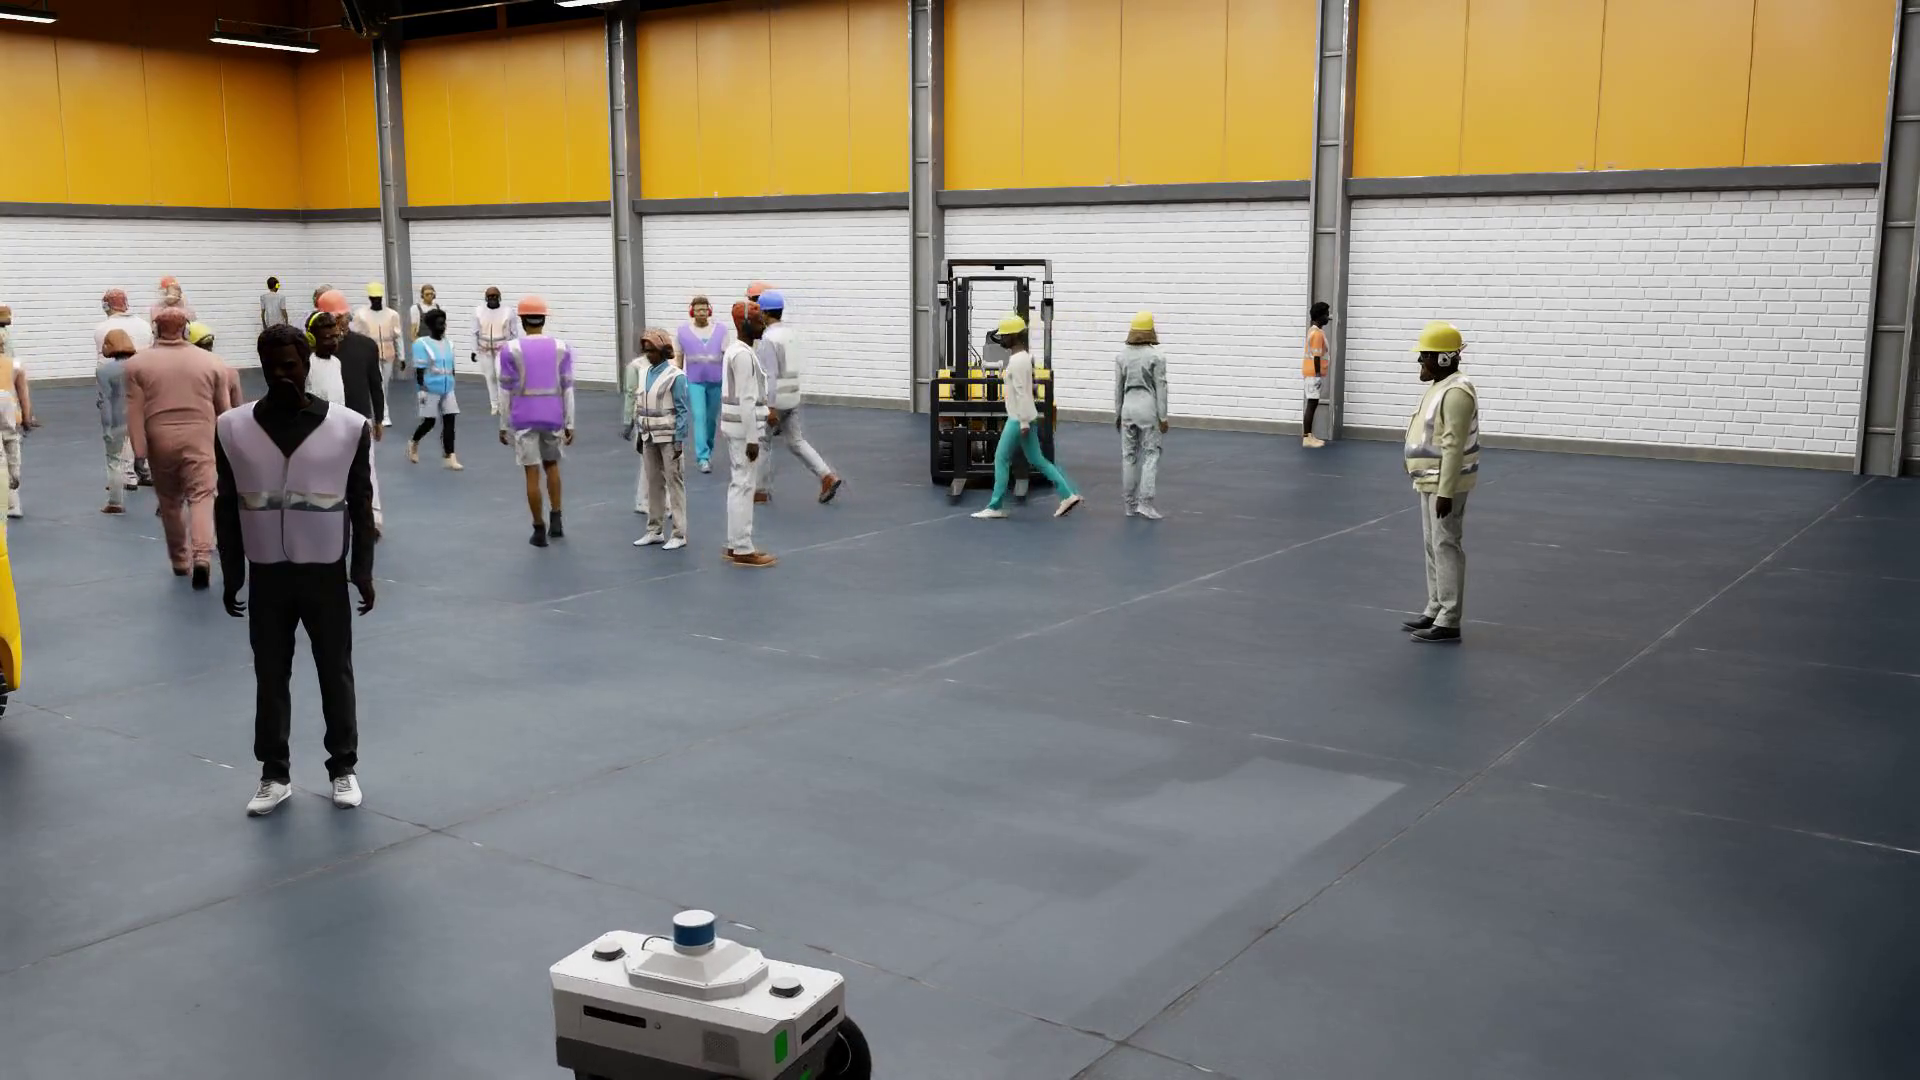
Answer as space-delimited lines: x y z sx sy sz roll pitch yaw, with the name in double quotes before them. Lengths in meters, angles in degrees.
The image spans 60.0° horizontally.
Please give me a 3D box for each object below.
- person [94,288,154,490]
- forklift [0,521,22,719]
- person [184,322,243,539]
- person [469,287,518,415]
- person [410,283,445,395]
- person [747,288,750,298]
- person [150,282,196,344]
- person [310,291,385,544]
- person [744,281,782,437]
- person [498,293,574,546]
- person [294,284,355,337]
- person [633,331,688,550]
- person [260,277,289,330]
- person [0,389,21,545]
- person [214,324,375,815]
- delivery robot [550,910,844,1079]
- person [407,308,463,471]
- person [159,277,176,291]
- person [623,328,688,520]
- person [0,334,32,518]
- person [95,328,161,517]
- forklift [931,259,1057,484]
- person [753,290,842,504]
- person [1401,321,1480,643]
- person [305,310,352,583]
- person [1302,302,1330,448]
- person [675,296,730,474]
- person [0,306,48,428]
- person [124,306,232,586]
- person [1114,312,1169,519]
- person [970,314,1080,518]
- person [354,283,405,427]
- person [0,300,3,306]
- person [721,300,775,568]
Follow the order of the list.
"person" -7.909 -1.417 15.726 0.400 1.902 0.643 3 10 18
"forklift" -5.296 -0.090 6.943 1.214 2.155 2.313 7 12 35
"person" -5.522 -0.725 12.161 0.897 1.713 0.512 6 11 32
"person" -6.474 -2.598 23.069 0.631 1.796 0.939 -1 10 -5
"person" -7.983 -2.930 24.947 0.525 1.826 0.650 -6 11 -34
"person" -2.940 -2.780 24.013 0.634 1.841 0.429 -9 13 -42
"person" -10.898 -2.602 22.878 0.804 1.871 0.428 2 10 11
"person" -4.714 -0.936 12.764 0.606 1.926 1.054 -4 11 -25
"person" -2.362 -2.132 19.907 0.455 1.921 0.548 3 10 16
"person" -3.250 -0.916 12.703 0.544 1.920 0.578 -6 11 -30
"person" -6.154 -1.518 16.207 0.352 1.937 0.635 8 12 38
"person" -2.245 -0.747 12.504 0.514 1.640 0.310 8 12 38
"person" -12.691 -3.942 30.874 0.507 1.865 0.329 0 10 3
"person" -6.377 -0.452 10.781 0.519 1.618 0.495 -9 13 -44
"person" -2.606 0.112 6.560 0.589 1.919 0.393 -2 10 -14
"delivery robot" -0.653 1.158 4.103 0.707 0.478 0.477 4 10 24
"person" -5.447 -1.557 17.189 0.646 1.680 0.540 7 12 35
"person" -13.276 -3.497 28.166 0.424 1.896 0.616 -4 10 -25
"person" -2.501 -0.963 13.905 0.846 1.596 0.548 7 12 38
"person" -8.201 -0.994 14.129 0.847 1.590 0.521 7 12 36
"person" -6.995 -0.985 14.035 0.803 1.601 0.511 6 11 31
"forklift" 0.370 -1.738 16.759 1.214 2.155 2.313 1 10 3
"person" -1.514 -1.244 14.663 0.904 1.919 0.620 4 10 21
"person" 2.732 -0.329 9.480 0.403 1.825 0.591 1 10 4
"person" -4.199 -0.605 11.078 0.409 1.841 0.522 2 10 10
"person" 4.133 -1.915 19.315 0.320 1.689 0.526 1 10 9
"person" -2.661 -1.628 17.261 0.571 1.809 0.914 -3 10 -20
"person" -12.324 -2.212 21.366 0.863 1.593 0.502 -2 10 -14
"person" -5.218 -0.631 11.171 0.652 1.867 0.955 -4 11 -25
"person" 1.510 -1.041 14.011 0.529 1.729 0.459 7 12 35
"person" 0.576 -1.028 13.938 0.879 1.728 0.530 1 10 7
"person" -7.646 -2.444 21.923 0.601 1.880 0.974 -6 11 -32
"person" -12.998 -2.558 22.086 0.372 2.046 0.607 6 11 34
"person" -1.519 -0.749 11.786 0.337 1.882 0.583 -2 10 -14
